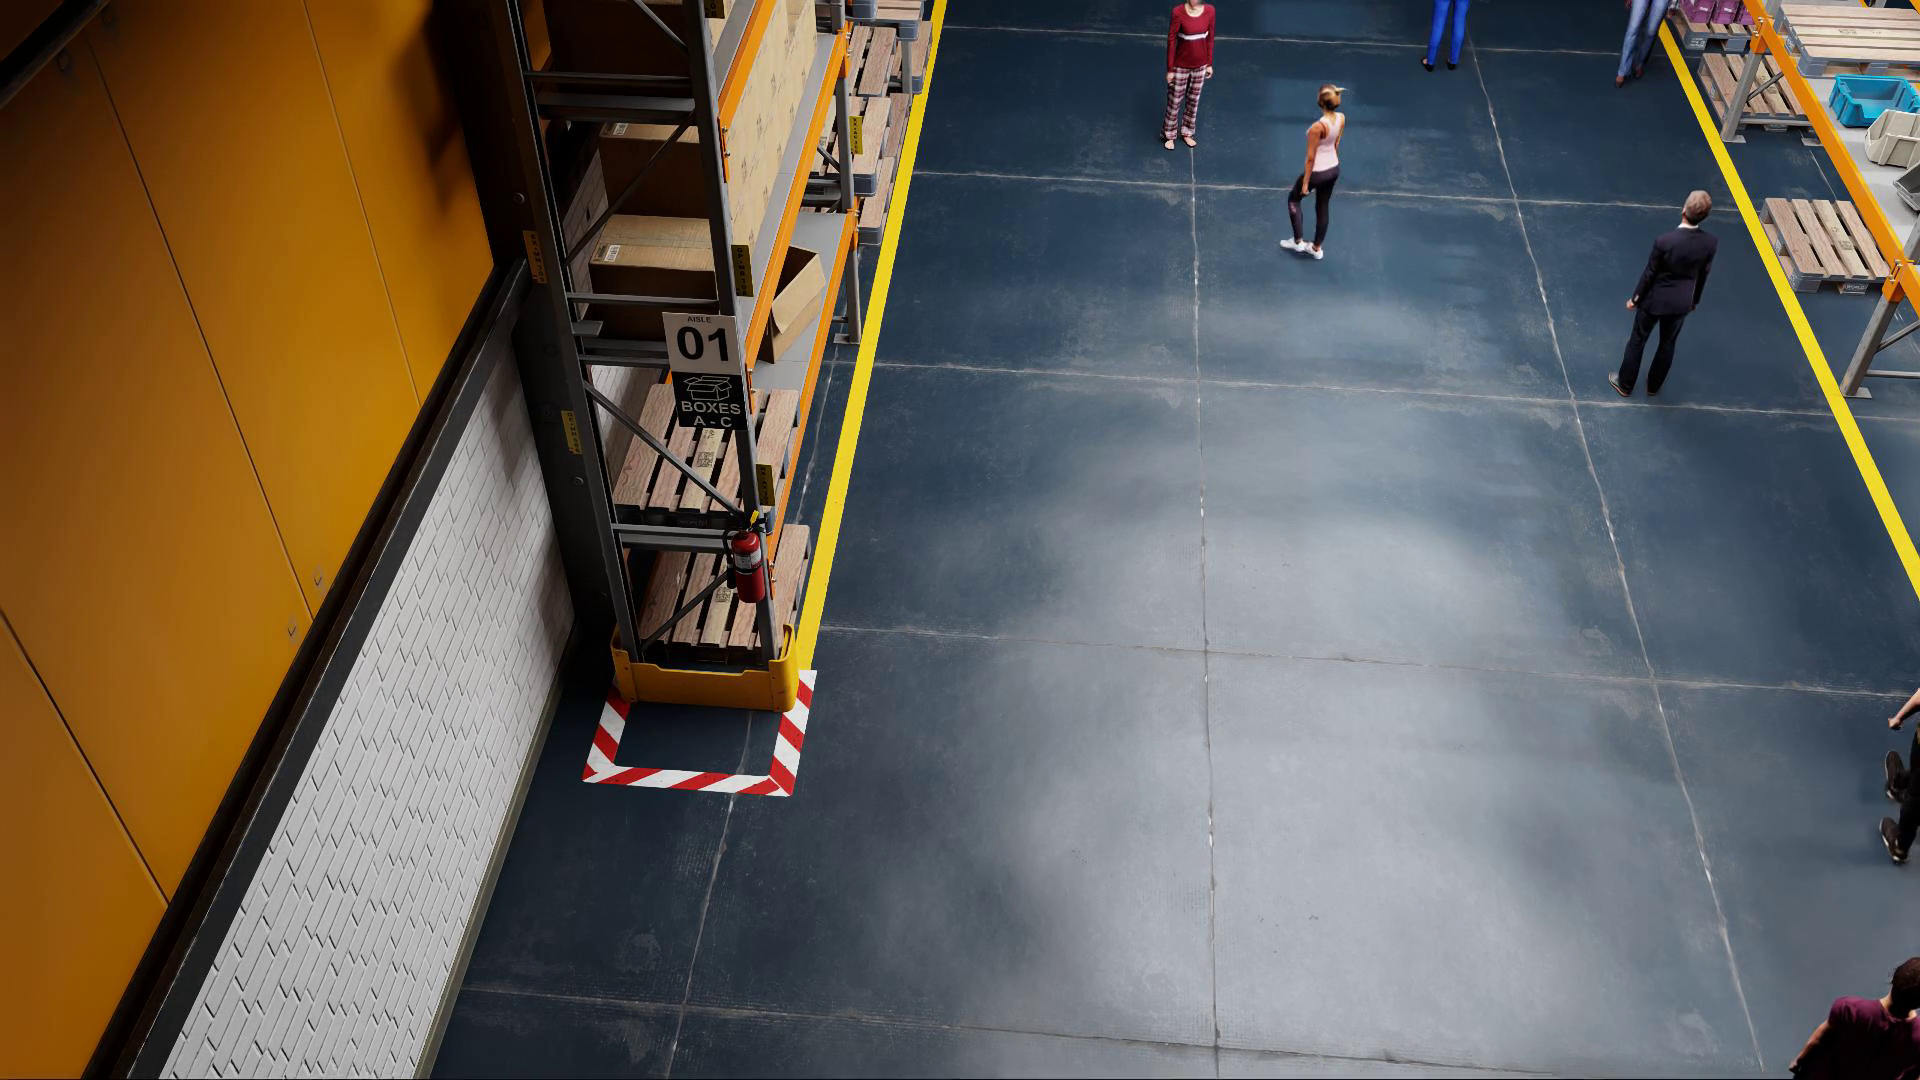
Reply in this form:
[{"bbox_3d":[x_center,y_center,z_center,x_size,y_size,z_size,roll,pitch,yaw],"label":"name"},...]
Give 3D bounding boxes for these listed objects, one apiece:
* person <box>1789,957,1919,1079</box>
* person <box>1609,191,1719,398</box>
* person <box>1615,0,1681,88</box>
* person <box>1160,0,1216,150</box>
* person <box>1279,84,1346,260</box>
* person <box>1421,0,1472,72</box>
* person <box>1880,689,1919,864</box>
[{"bbox_3d":[4.325,2.631,8.102,0.713,1.849,0.662,19,47,19],"label":"person"},{"bbox_3d":[5.472,-1.895,12.878,0.684,1.815,0.581,2,44,2],"label":"person"},{"bbox_3d":[6.927,-5.434,16.614,0.810,1.785,0.877,20,47,20],"label":"person"},{"bbox_3d":[2.162,-4.503,15.697,0.681,1.701,0.620,-10,45,-10],"label":"person"},{"bbox_3d":[3.146,-3.126,14.295,0.695,1.643,0.741,-21,47,-20],"label":"person"},{"bbox_3d":[5.007,-5.576,16.825,0.649,1.700,0.575,-1,44,-1],"label":"person"},{"bbox_3d":[5.748,1.205,9.612,0.675,1.831,0.995,4,44,4],"label":"person"}]
